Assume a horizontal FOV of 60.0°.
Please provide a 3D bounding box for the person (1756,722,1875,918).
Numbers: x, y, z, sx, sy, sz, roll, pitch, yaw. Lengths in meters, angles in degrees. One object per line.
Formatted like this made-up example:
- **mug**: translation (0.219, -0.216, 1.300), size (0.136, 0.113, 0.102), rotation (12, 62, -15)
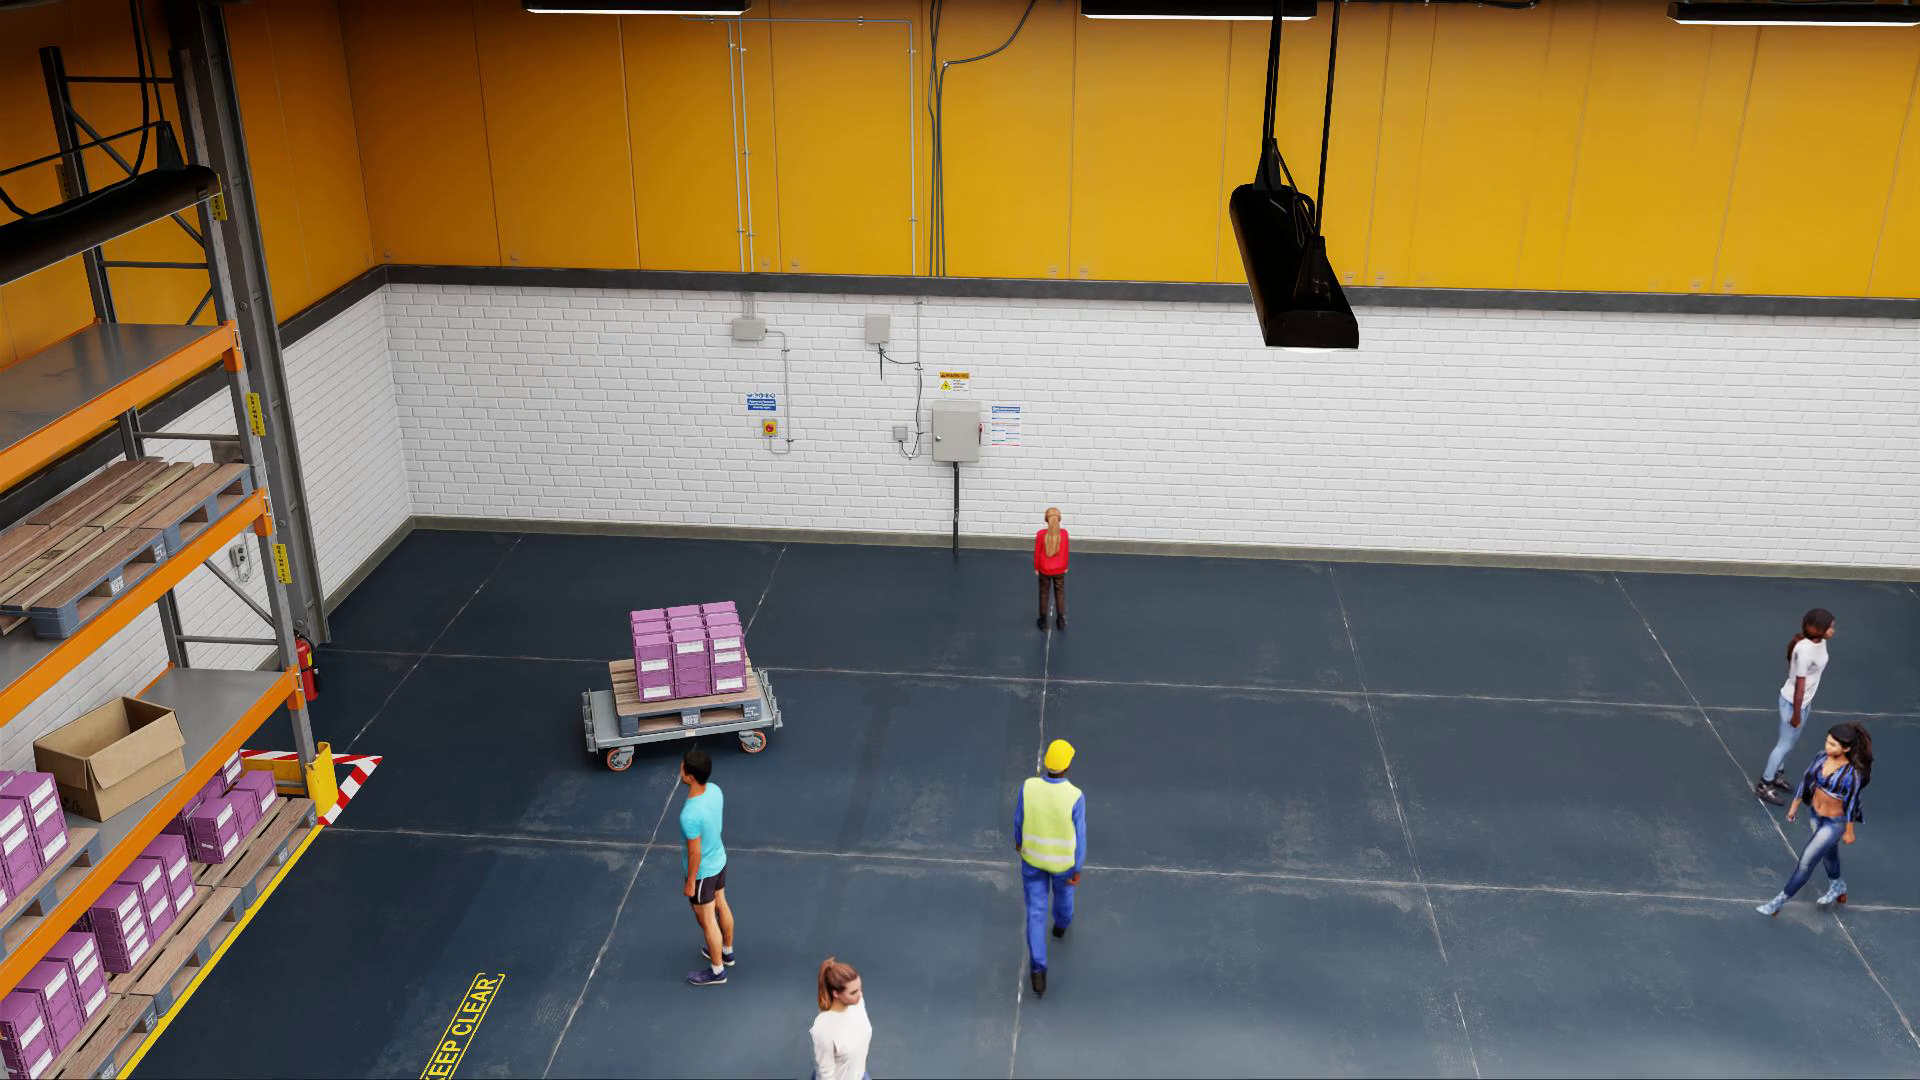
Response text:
- **person**: translation (6.318, 2.030, 11.999), size (0.910, 1.569, 1.057), rotation (-6, 24, -12)

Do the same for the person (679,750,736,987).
- **person**: translation (-1.723, 2.219, 11.312), size (0.709, 1.773, 0.495), rotation (6, 24, 13)

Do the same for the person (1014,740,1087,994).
- **person**: translation (0.586, 2.222, 11.308), size (0.740, 1.771, 1.195), rotation (4, 24, 9)

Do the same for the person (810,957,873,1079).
- **person**: translation (-0.752, 3.081, 9.428), size (0.870, 1.703, 0.838), rotation (16, 28, 32)

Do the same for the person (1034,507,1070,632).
- **person**: translation (0.898, 0.278, 16.367), size (0.523, 1.281, 0.523), rotation (-3, 24, -7)

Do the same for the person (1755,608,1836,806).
- **person**: translation (6.760, 1.316, 13.444), size (0.724, 1.719, 0.636), rotation (19, 30, 36)
